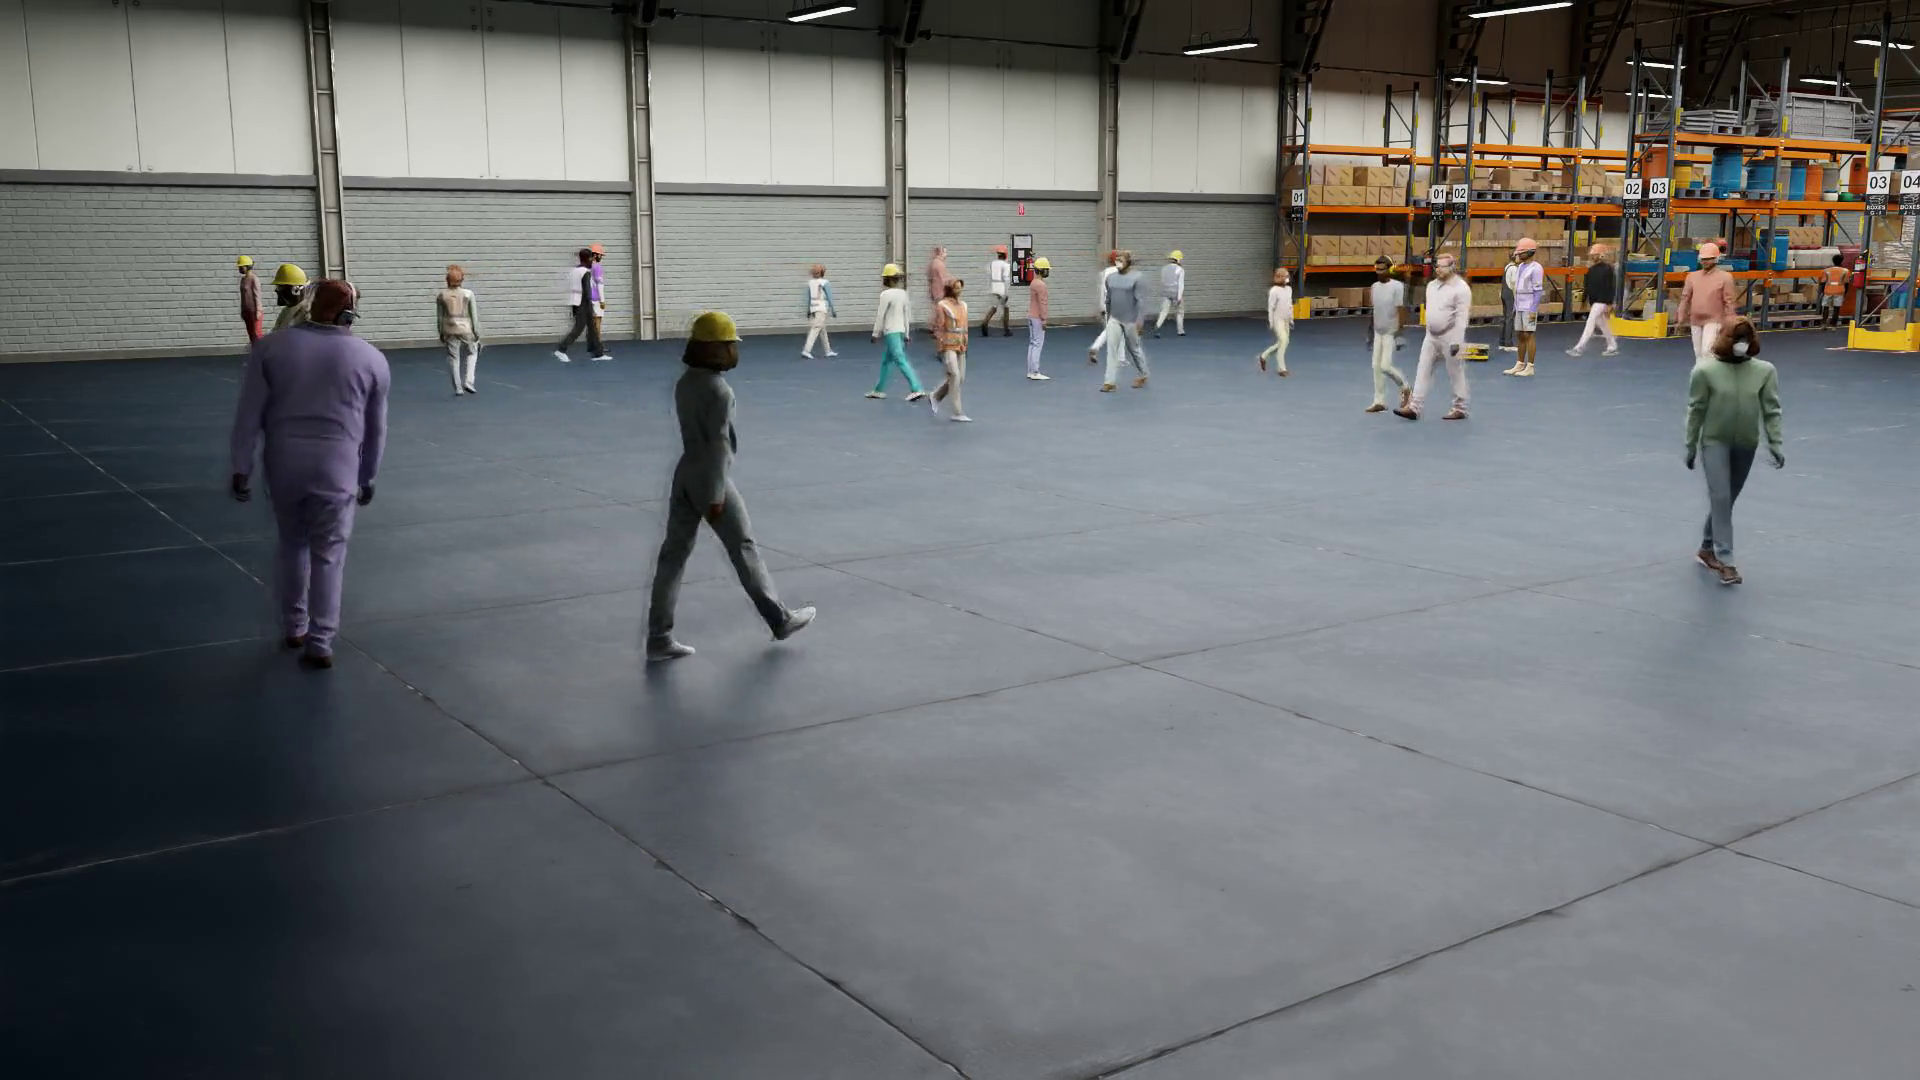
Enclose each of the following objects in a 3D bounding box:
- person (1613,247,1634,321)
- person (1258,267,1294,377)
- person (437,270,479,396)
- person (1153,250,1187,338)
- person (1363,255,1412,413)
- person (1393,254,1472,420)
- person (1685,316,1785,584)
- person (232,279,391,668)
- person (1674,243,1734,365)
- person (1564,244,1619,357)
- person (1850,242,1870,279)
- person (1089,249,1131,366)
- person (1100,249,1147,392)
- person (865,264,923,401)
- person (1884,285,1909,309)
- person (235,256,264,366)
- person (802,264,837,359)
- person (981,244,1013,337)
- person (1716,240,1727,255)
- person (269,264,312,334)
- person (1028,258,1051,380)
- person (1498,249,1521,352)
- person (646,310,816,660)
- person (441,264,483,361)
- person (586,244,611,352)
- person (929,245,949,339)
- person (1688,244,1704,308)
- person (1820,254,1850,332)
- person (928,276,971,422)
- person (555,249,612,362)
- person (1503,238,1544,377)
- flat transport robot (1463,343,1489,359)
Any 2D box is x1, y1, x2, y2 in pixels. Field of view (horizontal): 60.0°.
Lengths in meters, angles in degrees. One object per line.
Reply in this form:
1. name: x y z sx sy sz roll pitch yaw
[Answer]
1. person: 14.373 -5.410 35.954 0.651 1.850 0.522 -7 13 -35
2. person: 4.701 -3.232 24.644 0.622 1.610 0.505 9 14 42
3. person: -6.514 -2.688 21.593 0.548 1.625 0.389 0 10 -1
4. person: 4.307 -5.014 33.927 0.581 1.796 0.861 9 14 41
5. person: 5.009 -2.404 19.455 0.505 1.851 0.557 -5 12 -27
6. person: 5.346 -2.255 18.616 0.943 1.854 0.664 -6 12 -31
7. person: 4.659 -0.557 10.042 0.514 1.583 0.854 1 10 3
8. person: -3.133 -0.335 8.138 0.725 1.854 0.749 -2 11 -12
9. person: 9.344 -2.743 20.978 0.771 1.965 0.633 -7 13 -34
10. person: 10.949 -4.115 28.618 1.051 1.941 0.633 -2 10 -9
11. person: 25.112 -7.365 46.480 0.582 1.913 0.541 7 12 34
12. person: 2.410 -3.677 26.412 0.733 1.865 0.585 -9 14 -42
13. person: 2.234 -2.948 22.329 0.638 1.901 1.009 7 13 35
14. person: -0.822 -2.610 20.953 0.915 1.722 0.527 5 11 25
15. person: 19.839 -5.233 35.052 0.723 1.822 0.580 -10 14 -42
16. person: -11.283 -3.627 26.429 0.533 1.759 0.345 9 14 40
17. person: -2.410 -3.882 28.271 0.866 1.597 0.514 -9 14 -41
18. person: 0.787 -5.113 34.130 0.549 1.917 0.808 8 13 37
19. person: 18.395 -6.279 40.358 0.628 1.990 1.061 10 14 43
20. person: -5.444 -1.338 13.662 0.403 1.834 0.587 -9 14 -42
21. person: 1.156 -3.197 24.069 0.333 1.760 0.522 -3 11 -14
22. person: 9.934 -4.319 29.985 0.350 1.842 0.506 0 10 -2
23. person: -1.171 -0.274 8.193 0.928 1.693 0.500 -9 14 -40
24. person: -8.312 -3.778 27.630 0.649 1.612 0.515 -5 11 -26
25. person: -6.503 -4.311 29.706 0.381 1.927 0.542 -9 14 -42
26. person: -0.384 -4.987 33.513 0.434 1.888 0.647 -2 10 -9
27. person: 17.363 -6.010 39.138 0.970 1.874 0.612 -7 13 -34
28. person: 18.998 -5.360 36.128 0.557 1.688 0.495 6 12 30
29. person: -0.127 -2.148 18.691 0.644 1.622 0.520 8 13 38
30. person: -6.289 -3.884 27.539 0.963 1.876 0.594 -6 12 -28
31. person: 8.310 -3.416 24.506 0.396 2.033 0.605 -2 10 -10
32. flat transport robot: 8.622 -3.207 28.191 0.652 0.197 1.431 3 11 18
